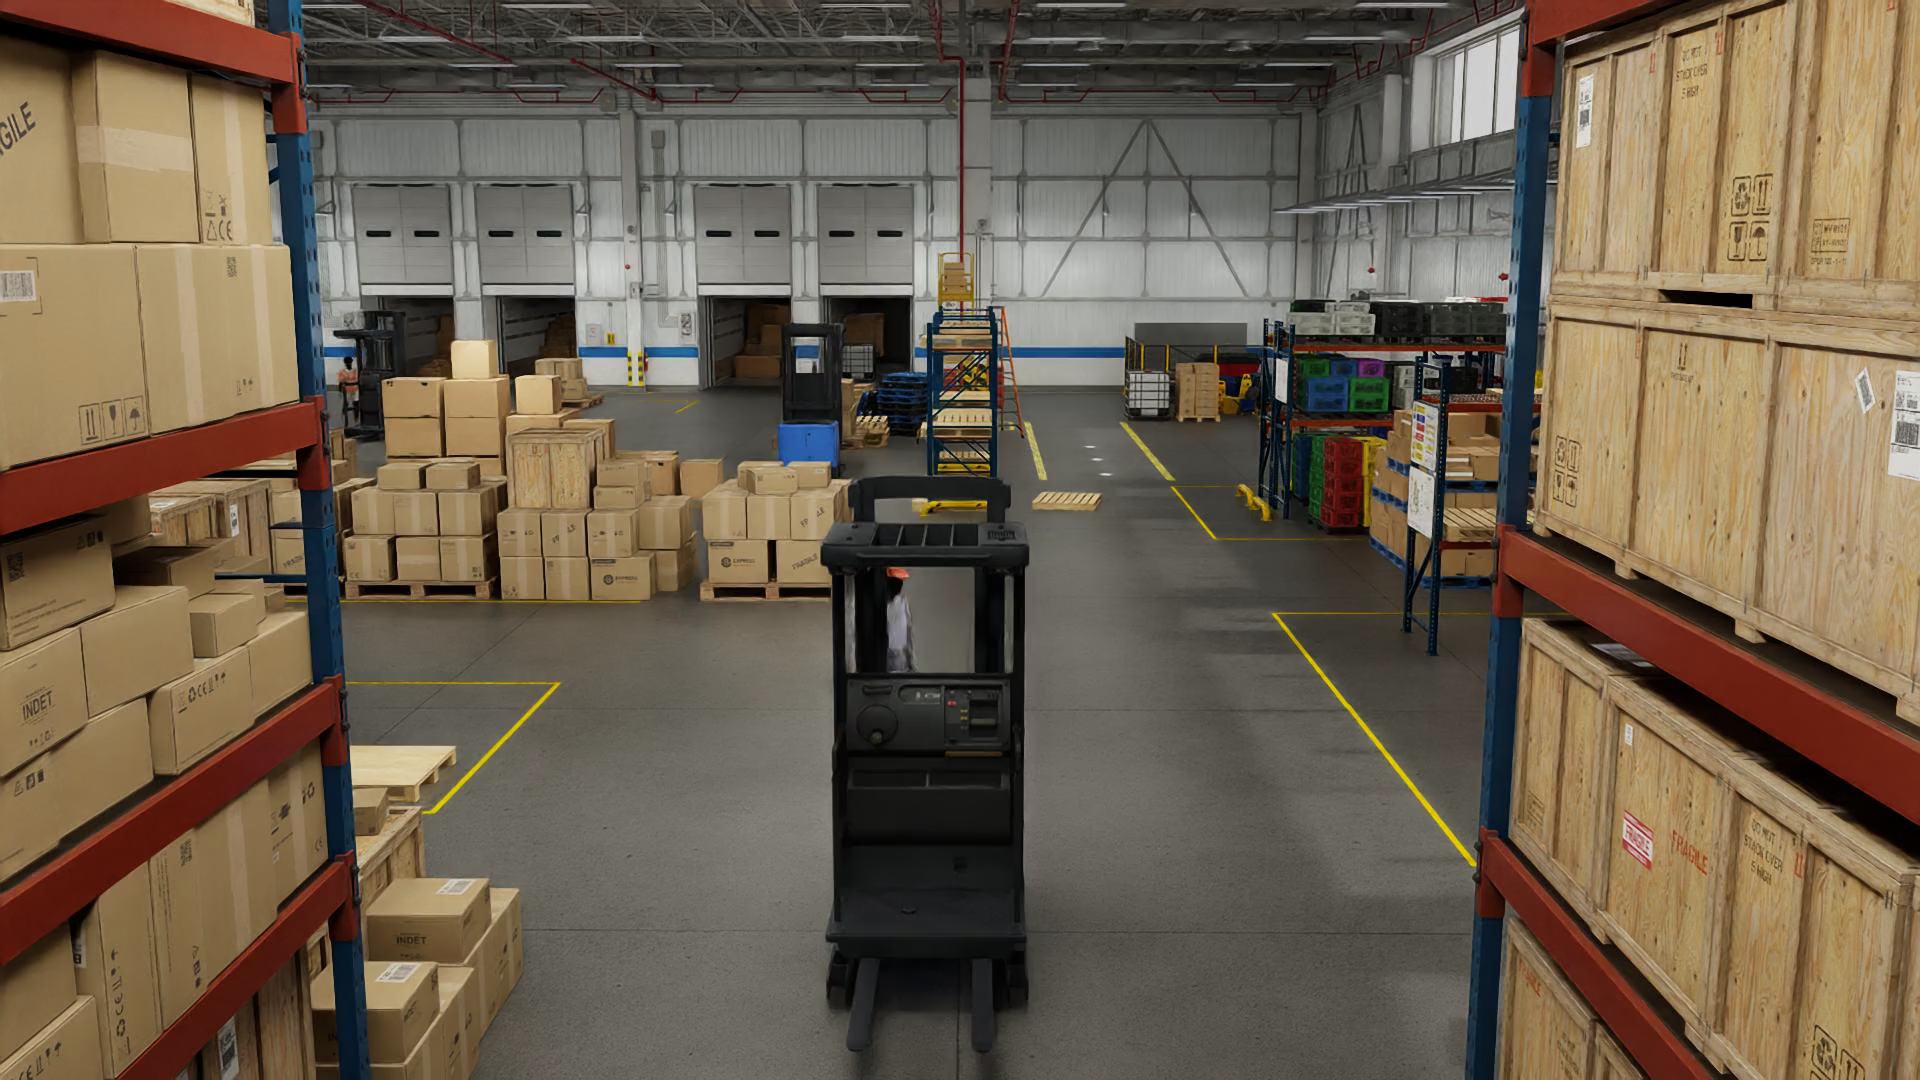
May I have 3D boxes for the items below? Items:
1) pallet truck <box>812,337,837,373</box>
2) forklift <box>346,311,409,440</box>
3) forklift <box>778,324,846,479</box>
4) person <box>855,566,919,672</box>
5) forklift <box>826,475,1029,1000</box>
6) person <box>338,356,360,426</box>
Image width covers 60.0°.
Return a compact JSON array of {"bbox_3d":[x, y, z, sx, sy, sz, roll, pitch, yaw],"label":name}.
[{"bbox_3d":[-3.021,-4.312,43.126,1.885,1.965,0.823,3,10,17],"label":"pallet truck"},{"bbox_3d":[-12.810,-3.738,37.268,1.129,2.768,1.873,5,11,24],"label":"forklift"},{"bbox_3d":[-2.724,-2.533,30.315,1.129,2.768,1.873,0,10,1],"label":"forklift"},{"bbox_3d":[-0.556,1.019,12.700,0.986,1.889,0.561,6,11,31],"label":"person"},{"bbox_3d":[-0.172,1.016,9.843,1.129,2.768,1.873,0,10,1],"label":"forklift"},{"bbox_3d":[-14.607,-3.567,39.755,0.540,1.671,0.740,-8,12,-38],"label":"person"}]
